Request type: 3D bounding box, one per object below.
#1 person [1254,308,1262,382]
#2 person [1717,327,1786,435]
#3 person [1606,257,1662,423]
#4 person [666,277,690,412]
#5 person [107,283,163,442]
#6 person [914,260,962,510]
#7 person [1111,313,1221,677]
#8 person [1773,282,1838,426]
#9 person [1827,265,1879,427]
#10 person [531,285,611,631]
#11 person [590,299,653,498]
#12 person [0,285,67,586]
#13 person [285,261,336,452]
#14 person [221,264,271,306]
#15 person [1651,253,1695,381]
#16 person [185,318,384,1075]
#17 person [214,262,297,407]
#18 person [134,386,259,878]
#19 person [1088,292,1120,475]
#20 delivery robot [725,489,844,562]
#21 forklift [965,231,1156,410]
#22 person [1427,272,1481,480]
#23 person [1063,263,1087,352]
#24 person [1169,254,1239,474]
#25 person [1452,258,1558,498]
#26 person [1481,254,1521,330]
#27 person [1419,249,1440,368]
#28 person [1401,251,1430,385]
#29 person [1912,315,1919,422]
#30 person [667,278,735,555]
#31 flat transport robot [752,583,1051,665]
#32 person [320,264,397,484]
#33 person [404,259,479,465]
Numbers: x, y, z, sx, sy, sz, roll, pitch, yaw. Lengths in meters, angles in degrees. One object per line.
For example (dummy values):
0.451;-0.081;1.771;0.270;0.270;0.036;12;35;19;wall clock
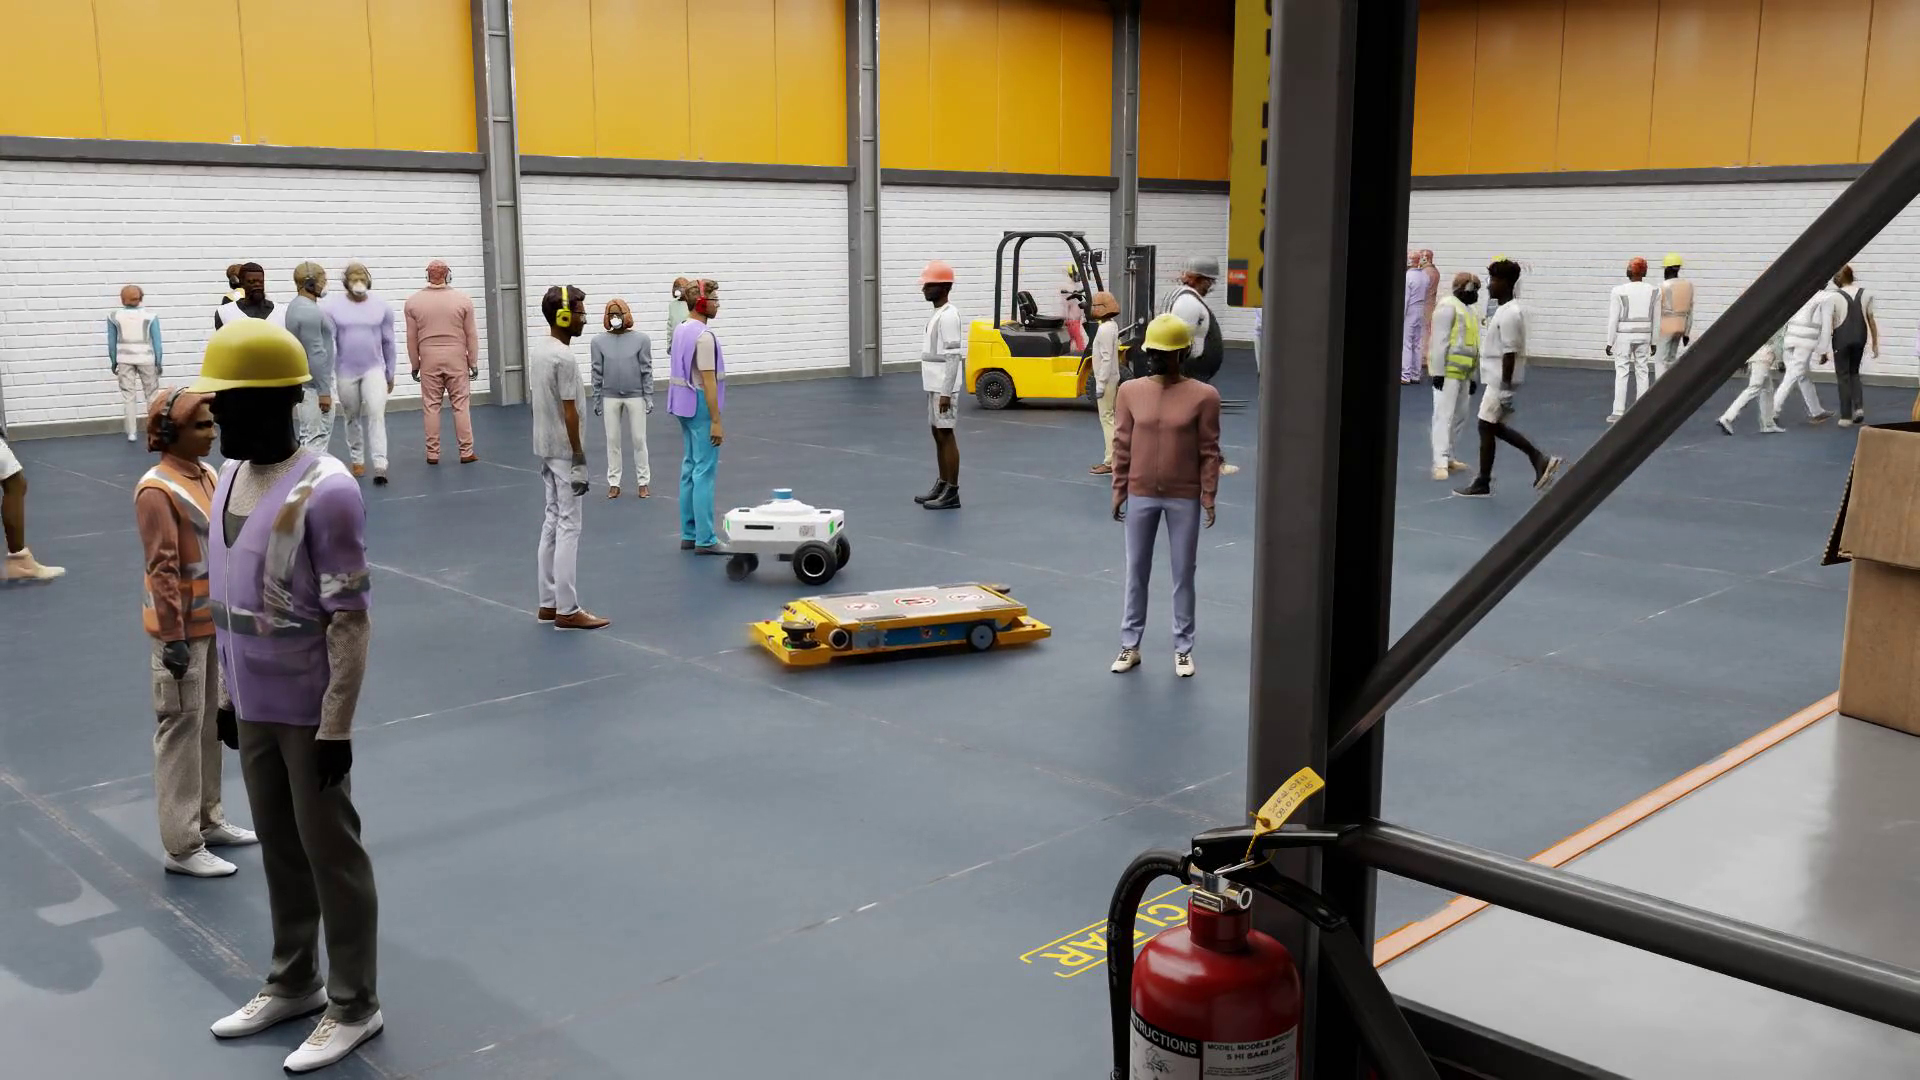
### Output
2.923;-1.588;15.100;0.376;1.932;0.543;-8;13;-36;person
8.513;-1.917;17.790;0.811;1.604;0.515;-1;10;-3;person
7.637;-2.258;18.885;0.580;1.884;0.352;0;10;2;person
-3.320;-2.331;19.966;0.500;1.632;0.286;6;12;31;person
-8.548;-1.837;17.270;0.520;1.640;0.312;-3;11;-16;person
-0.172;-1.207;13.009;0.360;1.936;0.552;-2;11;-13;person
0.986;-0.210;8.054;0.523;1.763;0.329;3;11;16;person
9.448;-2.171;18.631;1.013;1.818;0.574;-3;11;-17;person
9.919;-2.161;18.560;0.602;1.808;0.437;1;10;4;person
-2.153;-0.443;9.042;0.309;1.864;0.535;-7;12;-33;person
-2.743;-1.145;13.525;0.502;1.626;0.282;-1;10;-3;person
-5.886;-0.706;10.085;0.830;2.012;0.622;-9;14;-41;person
-4.923;-1.151;12.702;0.372;1.940;0.632;-6;12;-32;person
-7.475;-1.963;17.405;0.429;1.840;0.624;3;11;16;person
8.812;-2.611;20.731;0.620;1.918;0.421;-5;11;-24;person
-1.739;0.397;4.287;0.587;1.928;0.363;8;13;36;person
-5.561;-1.231;13.184;0.591;1.922;0.390;-8;13;-37;person
-2.578;0.302;5.598;0.310;1.636;0.522;-1;10;-6;person
1.297;-1.400;14.887;0.265;1.631;0.507;2;11;11;person
-1.092;-0.075;10.351;0.707;0.478;0.477;1;11;7;delivery robot
1.222;-2.721;20.561;2.313;2.155;1.214;2;11;13;forklift
4.354;-1.442;14.672;0.431;1.810;0.695;8;13;39;person
1.733;-3.321;25.131;0.911;1.721;0.524;5;11;23;person
1.982;-1.604;14.893;1.002;2.000;0.758;1;10;3;person
4.440;-1.294;13.447;0.726;1.950;0.617;4;11;20;person
8.424;-3.525;25.937;0.591;1.833;0.403;1;10;4;person
7.474;-3.726;26.828;0.411;1.909;0.643;6;12;31;person
6.409;-3.161;23.751;0.651;1.905;0.409;-10;14;-43;person
9.362;-1.798;15.927;0.362;2.046;0.614;4;11;23;person
-1.747;-0.819;11.139;0.380;1.845;0.570;-6;12;-28;person
-0.305;0.421;8.678;1.431;0.197;0.652;-4;11;-23;flat transport robot
-5.190;-1.436;14.403;0.630;1.889;1.028;-4;11;-21;person
-4.817;-1.654;15.532;0.642;1.909;0.408;-2;11;-11;person
